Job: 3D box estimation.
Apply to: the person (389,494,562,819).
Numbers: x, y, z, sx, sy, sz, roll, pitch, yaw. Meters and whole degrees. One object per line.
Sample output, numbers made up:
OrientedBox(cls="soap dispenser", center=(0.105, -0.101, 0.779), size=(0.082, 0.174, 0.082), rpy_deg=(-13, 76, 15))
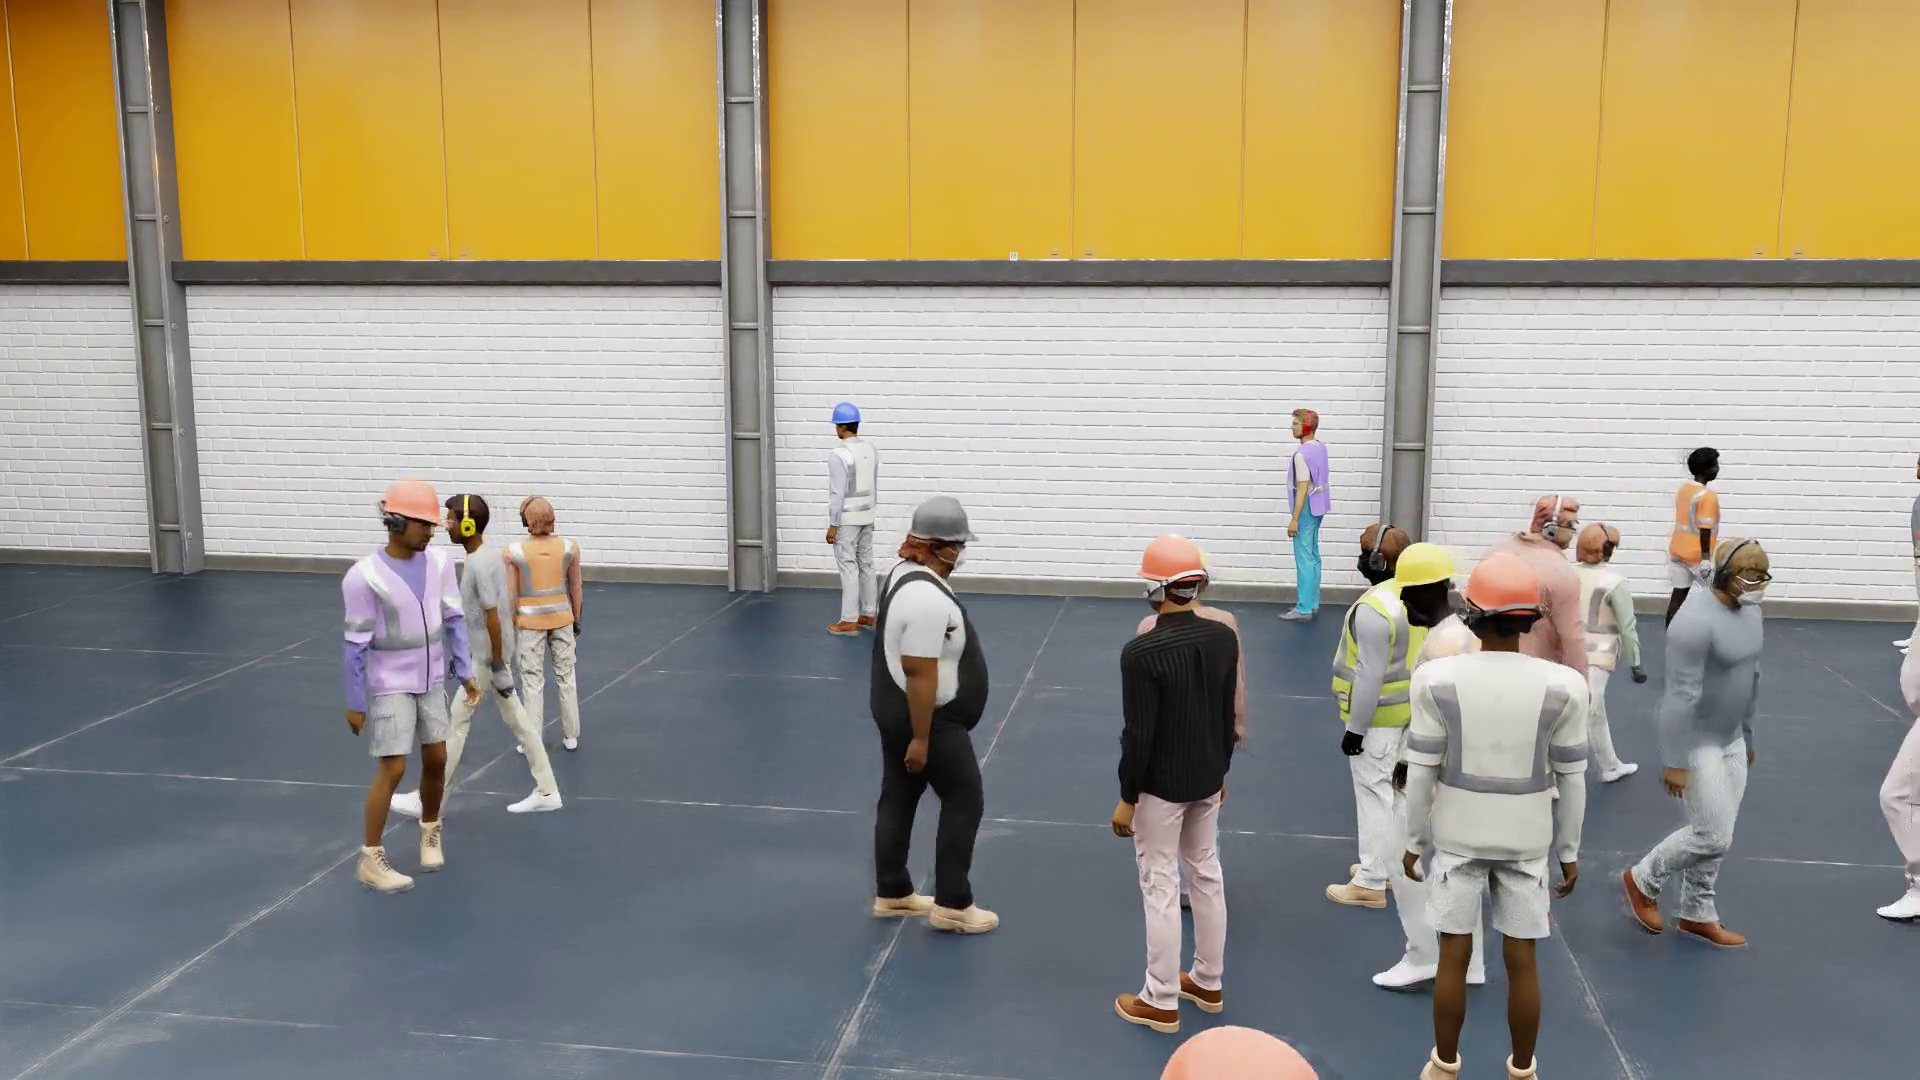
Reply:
OrientedBox(cls="person", center=(-2.691, 0.647, 9.175), size=(0.983, 1.818, 0.505), rpy_deg=(-1, 9, -7))

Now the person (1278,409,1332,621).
OrientedBox(cls="person", center=(3.010, -0.216, 14.428), size=(0.388, 1.845, 0.565), rpy_deg=(5, 10, 28))

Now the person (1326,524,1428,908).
OrientedBox(cls="person", center=(1.999, 0.833, 7.975), size=(0.429, 1.844, 0.627), rpy_deg=(6, 11, 35))

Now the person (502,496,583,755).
OrientedBox(cls="person", center=(-2.600, 0.540, 10.394), size=(0.514, 1.643, 0.307), rpy_deg=(-6, 11, -32))

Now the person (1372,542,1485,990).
OrientedBox(cls="person", center=(1.999, 0.958, 7.032), size=(0.606, 1.892, 0.611), rpy_deg=(4, 10, 24))

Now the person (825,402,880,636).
OrientedBox(cls="person", center=(-0.912, -0.178, 13.884), size=(0.404, 1.943, 0.616), rpy_deg=(6, 11, 32))

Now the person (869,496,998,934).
OrientedBox(cls="person", center=(-0.094, 0.782, 7.675), size=(0.682, 2.000, 0.703), rpy_deg=(-3, 10, -15))

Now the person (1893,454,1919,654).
OrientedBox(cls="person", center=(7.639, 0.094, 13.165), size=(0.278, 1.634, 0.498), rpy_deg=(4, 10, 22))

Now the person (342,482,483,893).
OrientedBox(cls="person", center=(-2.707, 0.709, 8.230), size=(0.481, 2.003, 0.619), rpy_deg=(5, 11, 30))

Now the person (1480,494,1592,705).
OrientedBox(cls="person", center=(3.108, 0.679, 8.817), size=(0.674, 1.874, 0.663), rpy_deg=(-3, 10, -19))

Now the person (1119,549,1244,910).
OrientedBox(cls="person", center=(1.076, 0.884, 7.952), size=(0.558, 1.747, 0.428), rpy_deg=(-4, 10, -25))

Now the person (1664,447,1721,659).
OrientedBox(cls="person", center=(5.759, 0.118, 12.845), size=(0.565, 1.677, 0.553), rpy_deg=(-1, 9, -3))

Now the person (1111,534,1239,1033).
OrientedBox(cls="person", center=(0.849, 0.965, 6.686), size=(0.618, 1.993, 0.396), rpy_deg=(-7, 12, -38))

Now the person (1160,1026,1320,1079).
OrientedBox(cls="person", center=(0.497, 1.676, 2.427), size=(0.922, 1.963, 0.615), rpy_deg=(3, 10, 19))

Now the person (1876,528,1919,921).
OrientedBox(cls="person", center=(4.541, 0.854, 7.719), size=(0.545, 1.878, 0.687), rpy_deg=(8, 12, 40))

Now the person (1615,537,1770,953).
OrientedBox(cls="person", center=(3.256, 0.907, 7.321), size=(0.714, 1.906, 0.515), rpy_deg=(-7, 12, -39))

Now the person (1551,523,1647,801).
OrientedBox(cls="person", center=(3.644, 0.699, 9.578), size=(0.876, 1.591, 0.515), rpy_deg=(-3, 10, -19))

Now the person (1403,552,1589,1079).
OrientedBox(cls="person", center=(1.900, 1.057, 5.953), size=(0.614, 2.047, 0.357), rpy_deg=(2, 9, 13))
